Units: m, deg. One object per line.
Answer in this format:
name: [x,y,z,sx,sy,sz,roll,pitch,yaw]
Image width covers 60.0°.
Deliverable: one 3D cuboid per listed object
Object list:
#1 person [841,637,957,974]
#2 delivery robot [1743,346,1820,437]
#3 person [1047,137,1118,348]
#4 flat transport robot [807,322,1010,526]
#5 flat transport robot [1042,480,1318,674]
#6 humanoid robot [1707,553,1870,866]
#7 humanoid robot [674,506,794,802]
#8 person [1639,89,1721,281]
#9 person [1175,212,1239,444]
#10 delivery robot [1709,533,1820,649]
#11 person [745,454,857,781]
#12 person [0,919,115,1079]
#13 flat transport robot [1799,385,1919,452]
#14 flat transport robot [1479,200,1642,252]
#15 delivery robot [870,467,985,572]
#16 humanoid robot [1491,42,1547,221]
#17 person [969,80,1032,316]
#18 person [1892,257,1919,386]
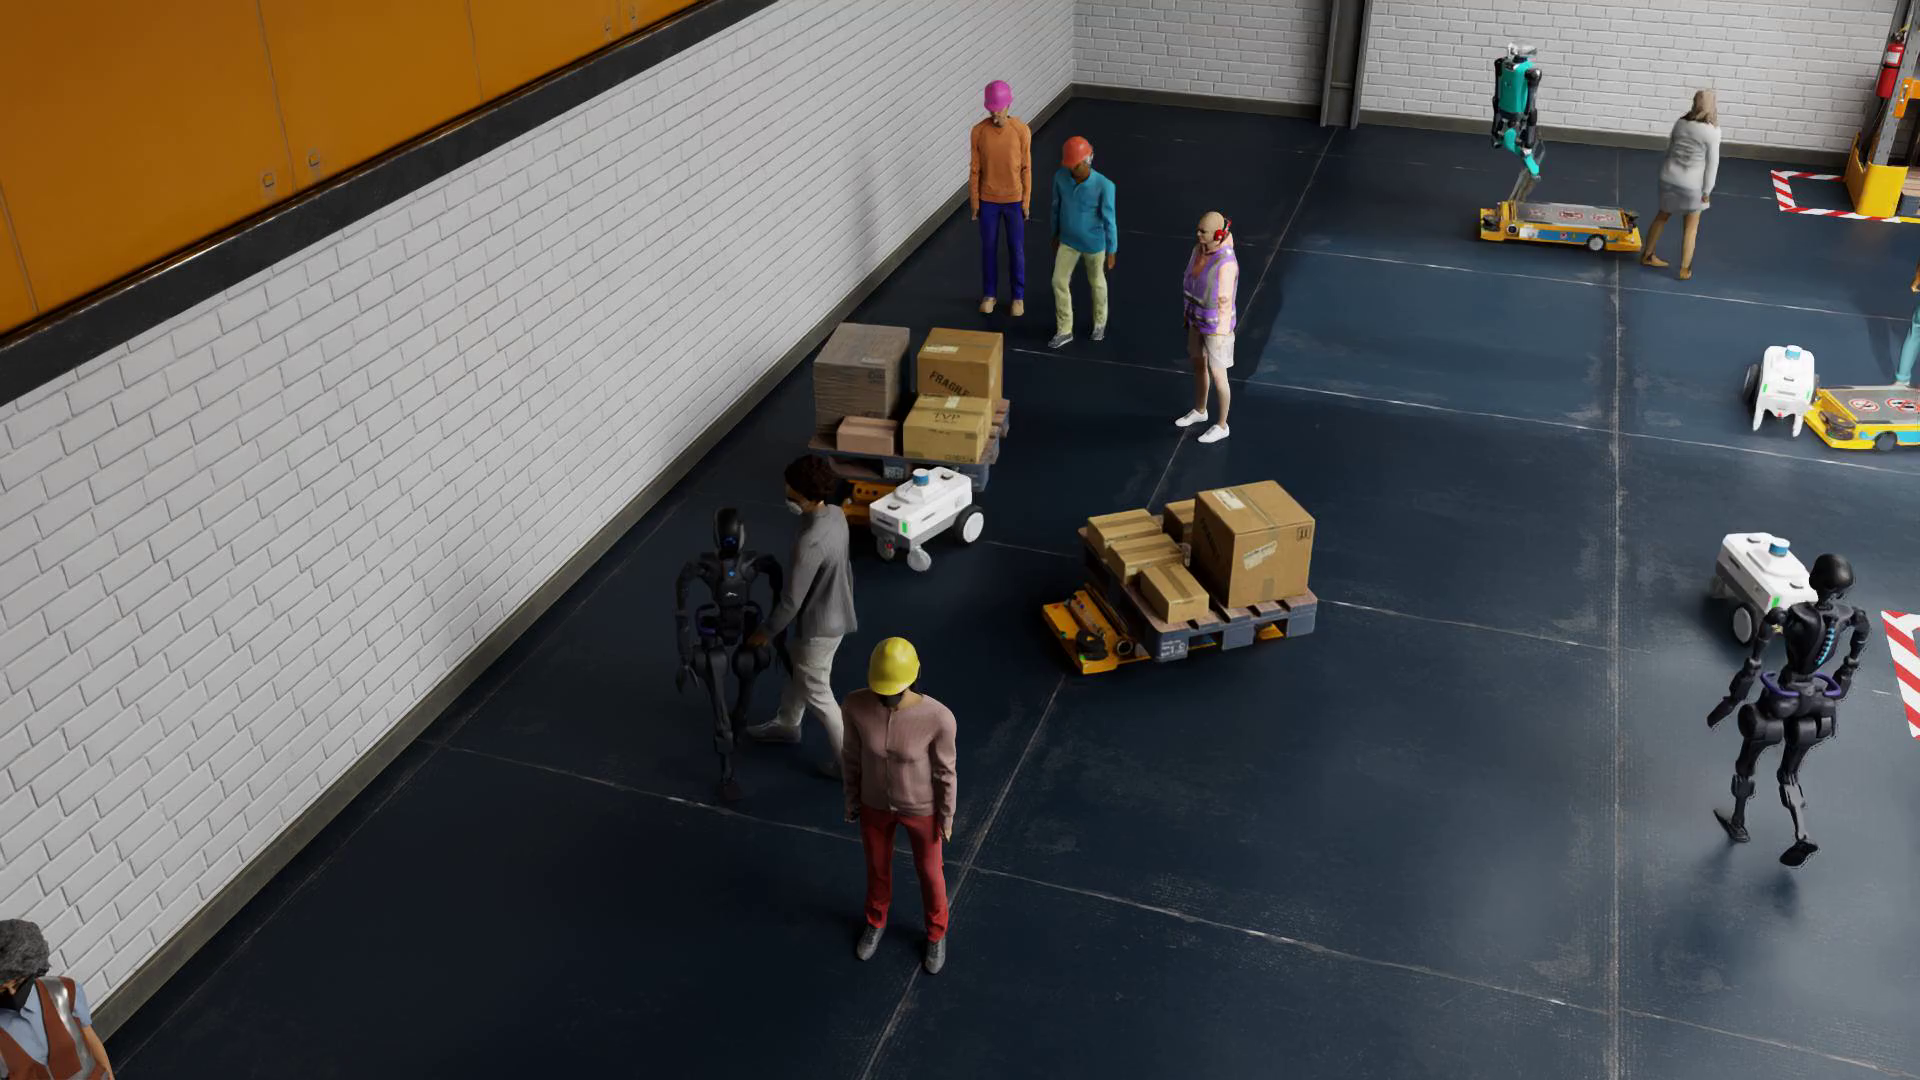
person: [-0.267,1.153,7.199,0.519,1.758,0.346,9,32,14]
delivery robot: [6.100,-1.145,12.308,0.499,0.612,0.815,13,33,21]
person: [0.947,-2.359,13.211,0.663,1.706,0.732,19,35,29]
flat transport robot: [-0.347,-0.500,11.476,0.659,0.231,1.431,6,31,10]
flat transport robot: [1.272,0.432,9.891,1.431,0.231,0.659,-10,32,-16]
humanoid robot: [3.927,0.821,7.857,0.601,1.642,0.561,-2,30,-3]
humanoid robot: [-1.140,0.540,8.337,0.603,1.639,0.582,-7,31,-12]
person: [6.344,-3.114,14.562,0.366,1.645,0.525,-23,38,-34]
person: [1.766,-1.520,11.816,0.353,1.685,0.486,-15,33,-23]
delivery robot: [4.806,0.282,9.868,0.499,0.599,0.784,-2,31,-3]
person: [-0.793,0.398,8.377,0.743,1.857,0.520,6,31,10]
person: [-3.156,2.006,5.808,0.309,1.690,0.437,23,38,34]
flat transport robot: [6.933,-0.891,12.142,1.431,0.231,0.659,0,30,-1]
flat transport robot: [5.646,-2.960,15.661,1.431,0.231,0.659,7,31,13]
delivery robot: [-0.230,-0.185,10.639,0.514,0.576,0.747,23,37,33]
humanoid robot: [5.343,-3.823,15.670,0.779,1.763,0.546,-14,33,-23]
person: [0.330,-2.823,13.756,0.515,1.972,0.404,4,31,7]
person: [7.298,-1.876,12.240,0.538,1.865,0.382,26,39,36]
